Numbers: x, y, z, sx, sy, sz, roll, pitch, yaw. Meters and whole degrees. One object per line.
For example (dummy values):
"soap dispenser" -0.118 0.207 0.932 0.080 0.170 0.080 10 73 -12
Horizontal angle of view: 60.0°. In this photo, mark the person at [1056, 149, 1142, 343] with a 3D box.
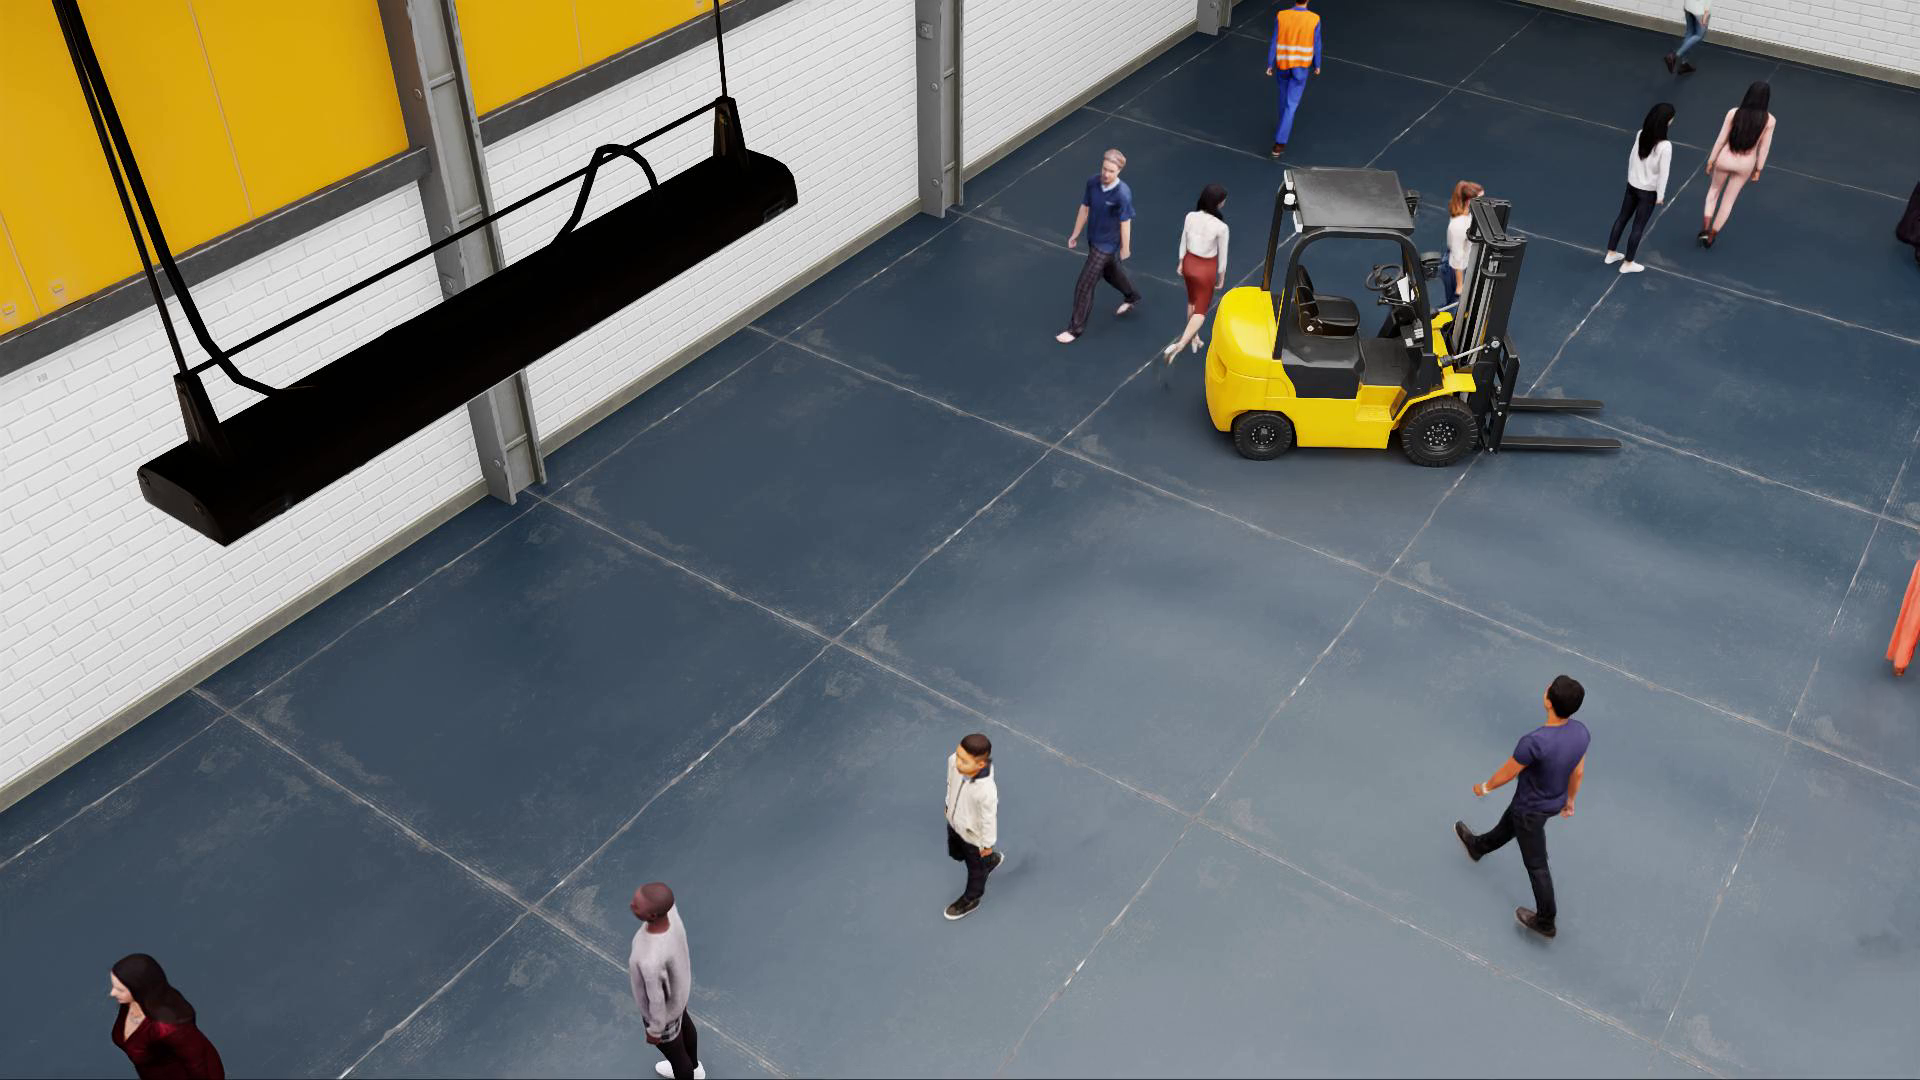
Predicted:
"person" 1.370 -2.693 15.029 1.326 1.814 1.017 -19 42 -22

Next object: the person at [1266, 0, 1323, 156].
"person" 3.585 -5.060 17.992 0.931 1.816 1.311 13 40 16

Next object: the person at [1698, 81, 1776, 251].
"person" 7.561 -3.613 16.268 0.697 1.706 0.653 18 42 21

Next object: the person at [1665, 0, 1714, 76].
"person" 8.658 -6.266 19.649 0.926 1.632 0.801 -16 41 -19

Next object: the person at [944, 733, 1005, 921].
"person" 0.119 1.652 9.881 0.811 1.450 0.720 -23 44 -27

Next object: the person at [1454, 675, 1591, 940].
"person" 3.426 1.608 9.709 1.193 1.732 1.036 -21 43 -24

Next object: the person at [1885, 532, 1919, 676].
"person" 6.809 0.176 11.492 0.680 1.746 1.261 26 45 28

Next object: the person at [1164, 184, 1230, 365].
"person" 2.070 -2.266 14.562 0.624 1.729 1.007 21 43 24

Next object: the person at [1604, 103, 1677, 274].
"person" 6.567 -3.402 16.008 0.716 1.701 0.705 -15 41 -18

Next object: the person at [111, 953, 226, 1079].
"person" -3.911 2.654 8.381 0.669 1.757 0.606 27 46 29

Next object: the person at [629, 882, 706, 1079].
"person" -1.524 2.389 8.702 0.759 1.770 0.665 0 39 0

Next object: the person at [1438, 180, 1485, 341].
"person" 4.325 -2.377 14.715 0.765 1.713 0.742 15 41 18
